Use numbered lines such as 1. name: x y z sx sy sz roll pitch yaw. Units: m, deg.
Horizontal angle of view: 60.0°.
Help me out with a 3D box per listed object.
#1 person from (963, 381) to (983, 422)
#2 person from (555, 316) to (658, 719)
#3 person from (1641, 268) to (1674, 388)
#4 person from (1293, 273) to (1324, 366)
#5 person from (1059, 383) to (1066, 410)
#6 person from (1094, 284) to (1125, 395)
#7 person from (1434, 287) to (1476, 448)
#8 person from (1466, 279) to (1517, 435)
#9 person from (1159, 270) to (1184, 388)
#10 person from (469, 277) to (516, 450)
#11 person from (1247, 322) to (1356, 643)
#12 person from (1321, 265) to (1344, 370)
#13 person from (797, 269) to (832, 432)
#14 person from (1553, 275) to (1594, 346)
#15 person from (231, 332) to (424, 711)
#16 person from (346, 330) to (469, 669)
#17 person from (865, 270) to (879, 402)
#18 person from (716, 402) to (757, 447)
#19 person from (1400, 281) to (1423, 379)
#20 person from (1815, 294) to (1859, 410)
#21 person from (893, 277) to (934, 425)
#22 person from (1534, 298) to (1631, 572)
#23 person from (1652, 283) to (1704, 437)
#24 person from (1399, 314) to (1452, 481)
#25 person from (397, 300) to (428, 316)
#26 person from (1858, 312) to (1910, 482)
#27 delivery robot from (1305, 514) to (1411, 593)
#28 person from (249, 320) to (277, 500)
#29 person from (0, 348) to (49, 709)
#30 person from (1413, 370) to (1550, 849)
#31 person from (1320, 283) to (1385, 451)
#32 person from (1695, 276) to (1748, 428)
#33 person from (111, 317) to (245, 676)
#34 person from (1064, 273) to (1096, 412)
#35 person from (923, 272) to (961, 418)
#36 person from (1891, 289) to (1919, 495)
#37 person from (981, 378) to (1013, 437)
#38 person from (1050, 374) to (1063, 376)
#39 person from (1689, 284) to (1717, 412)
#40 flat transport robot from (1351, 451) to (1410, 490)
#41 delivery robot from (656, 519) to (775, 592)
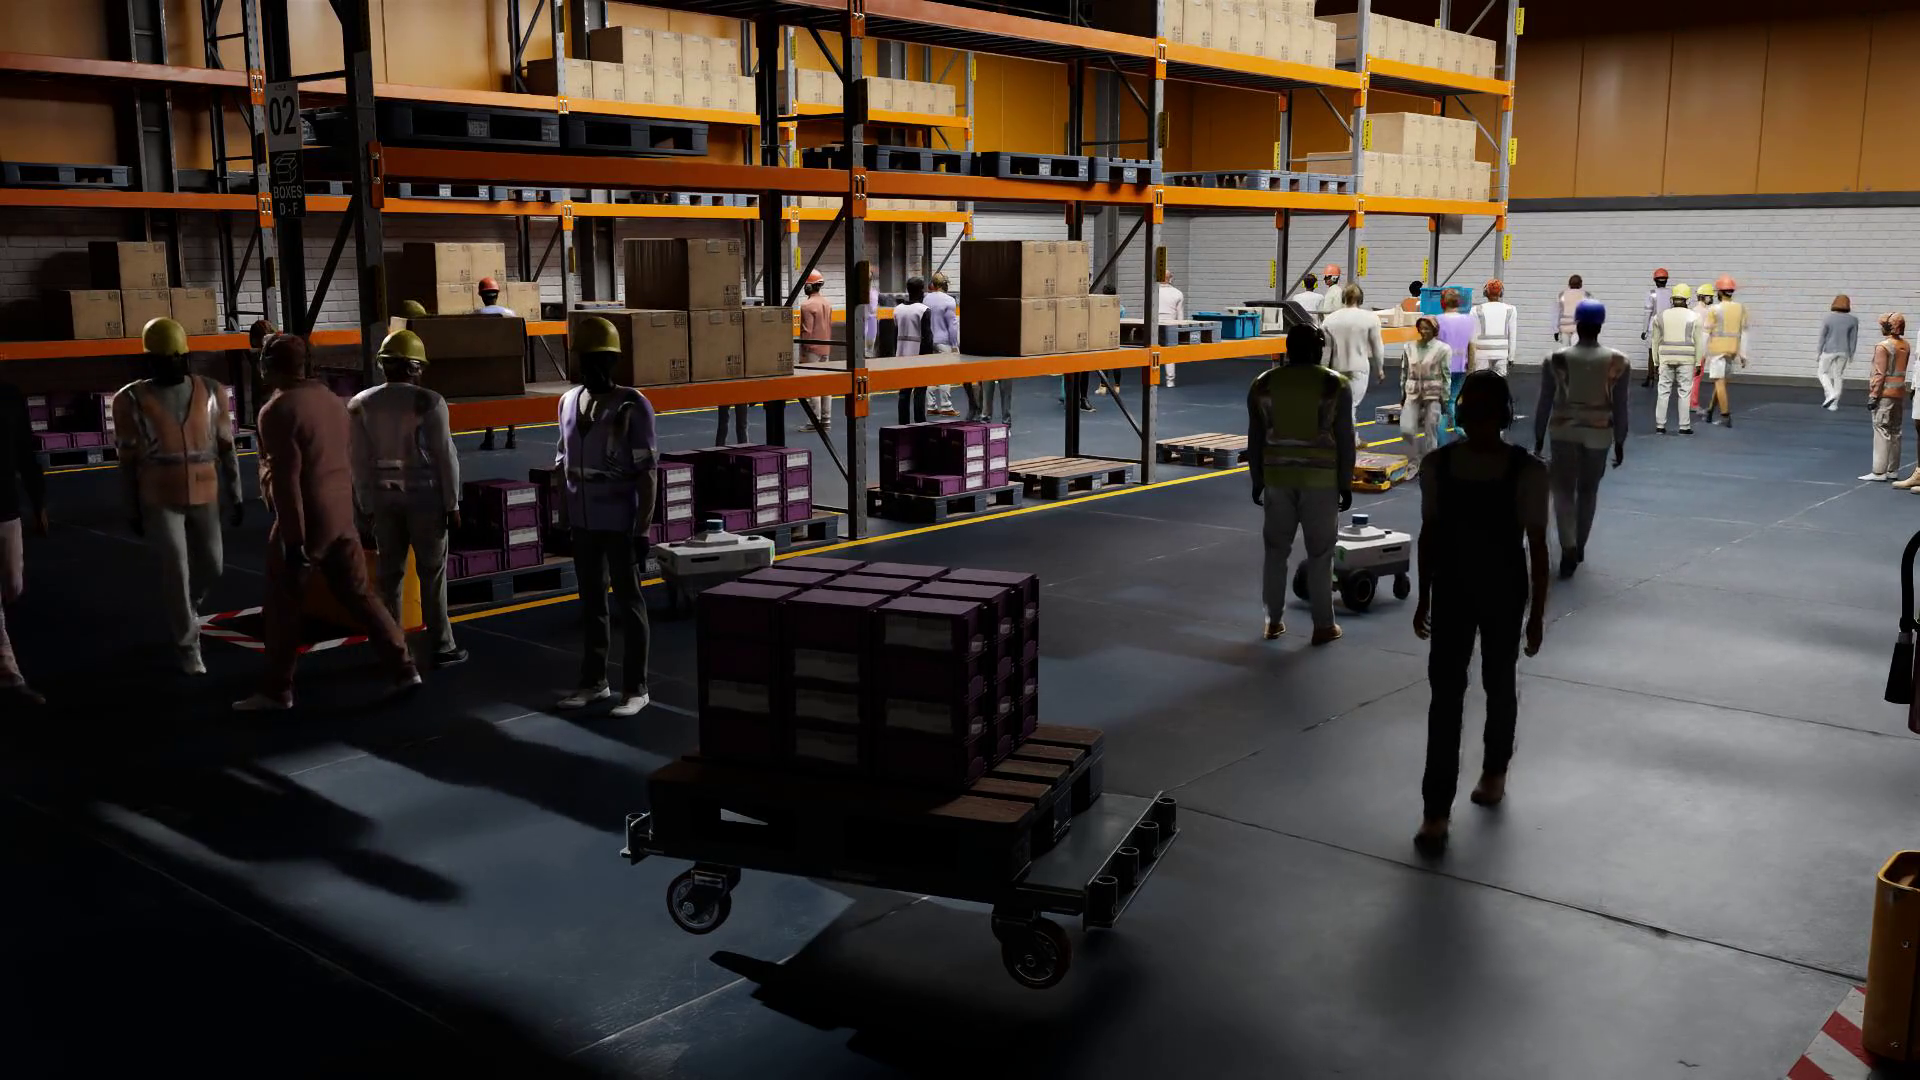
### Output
1. person: 0.208 -2.442 21.388 0.535 1.911 0.455 5 11 27
2. person: -1.721 -0.108 8.035 0.588 1.930 0.358 5 11 28
3. person: 11.320 -3.429 26.953 0.543 1.928 0.372 0 10 -1
4. person: 5.368 -3.163 25.602 0.517 1.874 0.328 4 11 22
5. person: 1.557 -2.663 23.125 0.469 1.757 0.543 9 14 43
6. person: 2.293 -3.084 25.645 0.534 1.697 0.318 -5 11 -27
7. person: 5.275 -1.808 18.005 0.574 1.828 0.462 -3 10 -15
8. person: 6.425 -2.208 20.127 0.573 1.883 0.355 1 10 3
9. person: 3.301 -3.412 26.956 0.650 1.897 0.401 2 10 9
10. person: -5.222 -1.965 18.617 0.542 1.929 0.368 -6 12 -31
11. person: 1.963 -0.326 9.549 0.619 1.838 0.430 5 11 25
12. person: 5.821 -3.312 26.097 0.376 1.995 0.612 0 10 -2
13. person: -1.799 -2.312 20.441 0.436 1.993 0.623 5 11 25
14. person: 10.165 -3.460 27.491 0.632 1.803 0.917 6 11 30
15. person: -3.094 -0.076 8.117 0.893 1.863 0.679 1 10 8
16. person: -2.948 -0.209 8.919 0.588 1.822 0.403 1 10 8
17. person: -1.403 -3.004 24.225 0.421 2.032 0.644 -5 11 -28
18. person: -2.173 -1.453 15.890 0.516 1.865 0.329 3 11 19
19. person: 7.771 -3.580 28.470 0.316 1.696 0.540 -7 12 -34
20. person: 12.183 -2.605 23.144 0.521 1.614 0.357 1 10 8
21. person: -0.544 -2.129 19.576 0.591 1.919 0.392 9 13 41
22. person: 4.371 -0.741 11.697 0.616 1.913 0.931 2 10 13
23. person: 8.624 -2.159 19.985 0.590 1.835 0.404 8 13 38
24. person: 4.434 -1.342 15.901 0.535 1.621 0.421 8 13 39
25. person: -4.684 -1.139 14.250 0.682 1.803 0.620 -7 12 -35
26. person: 8.975 -1.379 16.102 0.523 1.638 0.309 -7 12 -34
27. delivery robot: 2.548 0.078 10.623 0.707 0.478 0.477 -7 12 -35
28. person: -6.126 -1.143 14.817 0.491 1.624 0.299 6 12 32
29. person: -4.922 -0.151 8.238 0.836 1.955 0.647 5 11 26
30. person: 2.024 0.233 6.493 0.524 1.799 0.951 5 11 28
31. person: 4.222 -1.809 17.896 0.632 1.887 0.990 8 13 37
32. person: 9.665 -2.400 21.205 0.568 1.890 0.900 -2 10 -12
33. person: -4.232 -0.256 8.986 0.615 1.897 0.757 -8 13 -39
34. person: 1.651 -2.727 22.845 0.606 1.967 0.367 -6 12 -30
35. person: -0.255 -2.601 22.209 0.630 1.940 0.372 10 14 44
36. person: 8.906 -1.434 15.267 0.379 2.041 0.616 0 10 1
37. person: 0.442 -2.091 19.859 0.487 1.745 0.290 2 10 12
38. person: 1.682 -3.726 29.462 0.308 1.641 0.514 -3 11 -19
39. person: 10.198 -2.640 22.929 0.329 1.765 0.526 0 10 3
40. flat transport robot: 3.915 -0.676 15.991 0.652 0.197 1.431 5 11 28
41. delivery robot: -1.534 0.113 10.422 0.707 0.478 0.477 -5 11 -27
